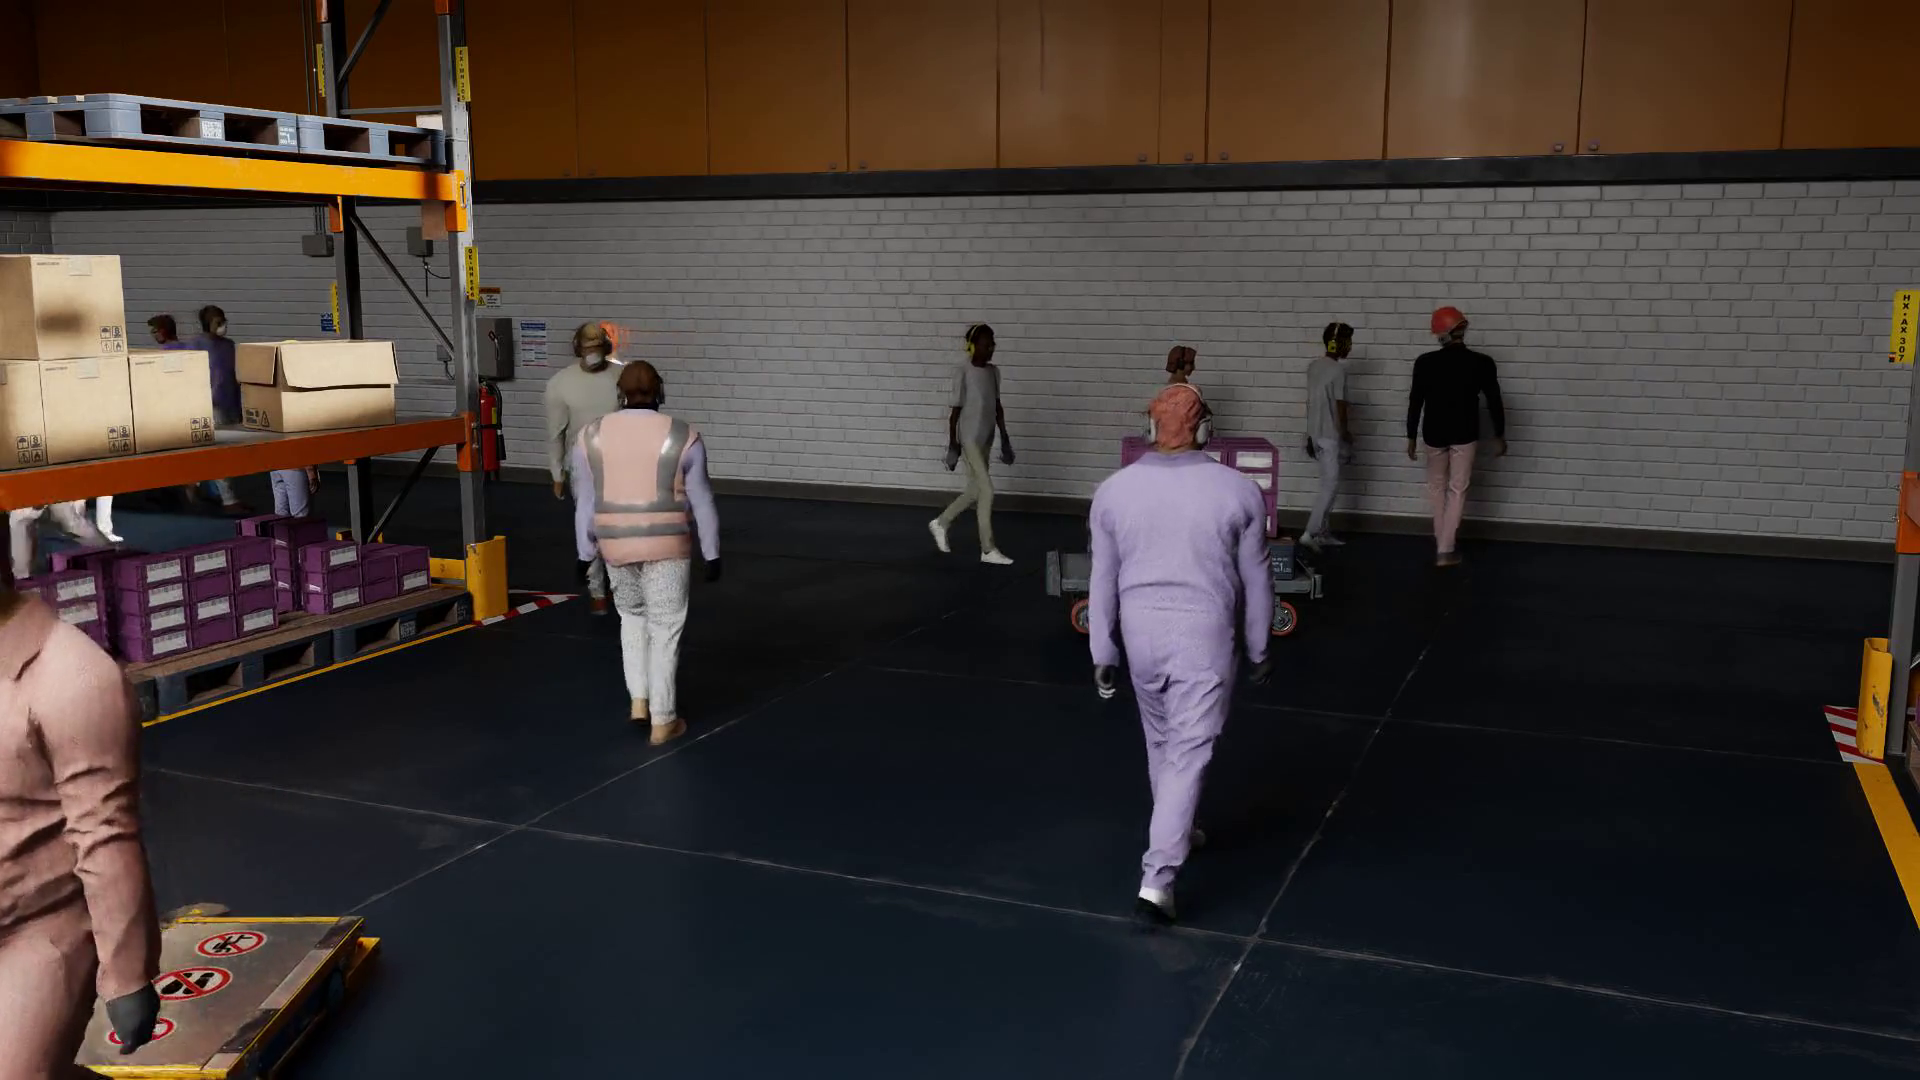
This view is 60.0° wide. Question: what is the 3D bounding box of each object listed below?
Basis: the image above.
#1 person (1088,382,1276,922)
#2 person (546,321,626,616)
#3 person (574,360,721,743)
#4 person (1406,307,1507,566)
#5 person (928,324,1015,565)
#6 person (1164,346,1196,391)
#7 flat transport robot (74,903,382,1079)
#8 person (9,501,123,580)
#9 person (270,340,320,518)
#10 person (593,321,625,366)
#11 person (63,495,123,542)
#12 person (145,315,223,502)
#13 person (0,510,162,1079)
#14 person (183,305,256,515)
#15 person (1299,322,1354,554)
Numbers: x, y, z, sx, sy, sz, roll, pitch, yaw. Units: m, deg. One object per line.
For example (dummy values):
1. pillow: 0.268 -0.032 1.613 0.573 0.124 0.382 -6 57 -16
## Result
1. person: 0.778 0.376 5.936 0.637 1.867 0.988 5 11 27
2. person: -2.373 -0.475 10.899 0.646 1.917 0.537 -4 10 -20
3. person: -1.480 0.054 7.992 0.682 1.818 0.529 1 9 8
4. person: 3.810 -0.793 12.706 0.701 1.954 0.644 5 11 27
5. person: 0.078 -0.750 12.827 0.835 1.838 0.522 7 12 35
6. person: 1.741 -0.726 13.261 0.307 1.637 0.512 0 9 1
7. flat transport robot: -2.192 1.372 4.679 0.652 0.197 1.431 0 9 -1
8. person: -6.174 -0.514 11.350 0.890 1.861 0.685 -4 10 -22
9. person: -4.535 -0.476 11.357 0.525 1.769 0.312 8 12 39
10. person: -2.545 -0.654 12.127 0.409 1.867 0.578 -1 9 -7
11. person: -7.052 -0.747 13.458 0.506 1.620 0.425 1 9 8
12. person: -7.464 -1.235 15.848 0.854 1.790 0.649 0 9 3
13. person: -1.874 0.793 3.383 0.646 1.870 0.894 5 10 26
14. person: -6.832 -1.183 15.172 0.717 1.924 0.639 2 10 12
15. person: 2.896 -0.808 13.224 0.645 1.848 0.593 -4 10 -21
